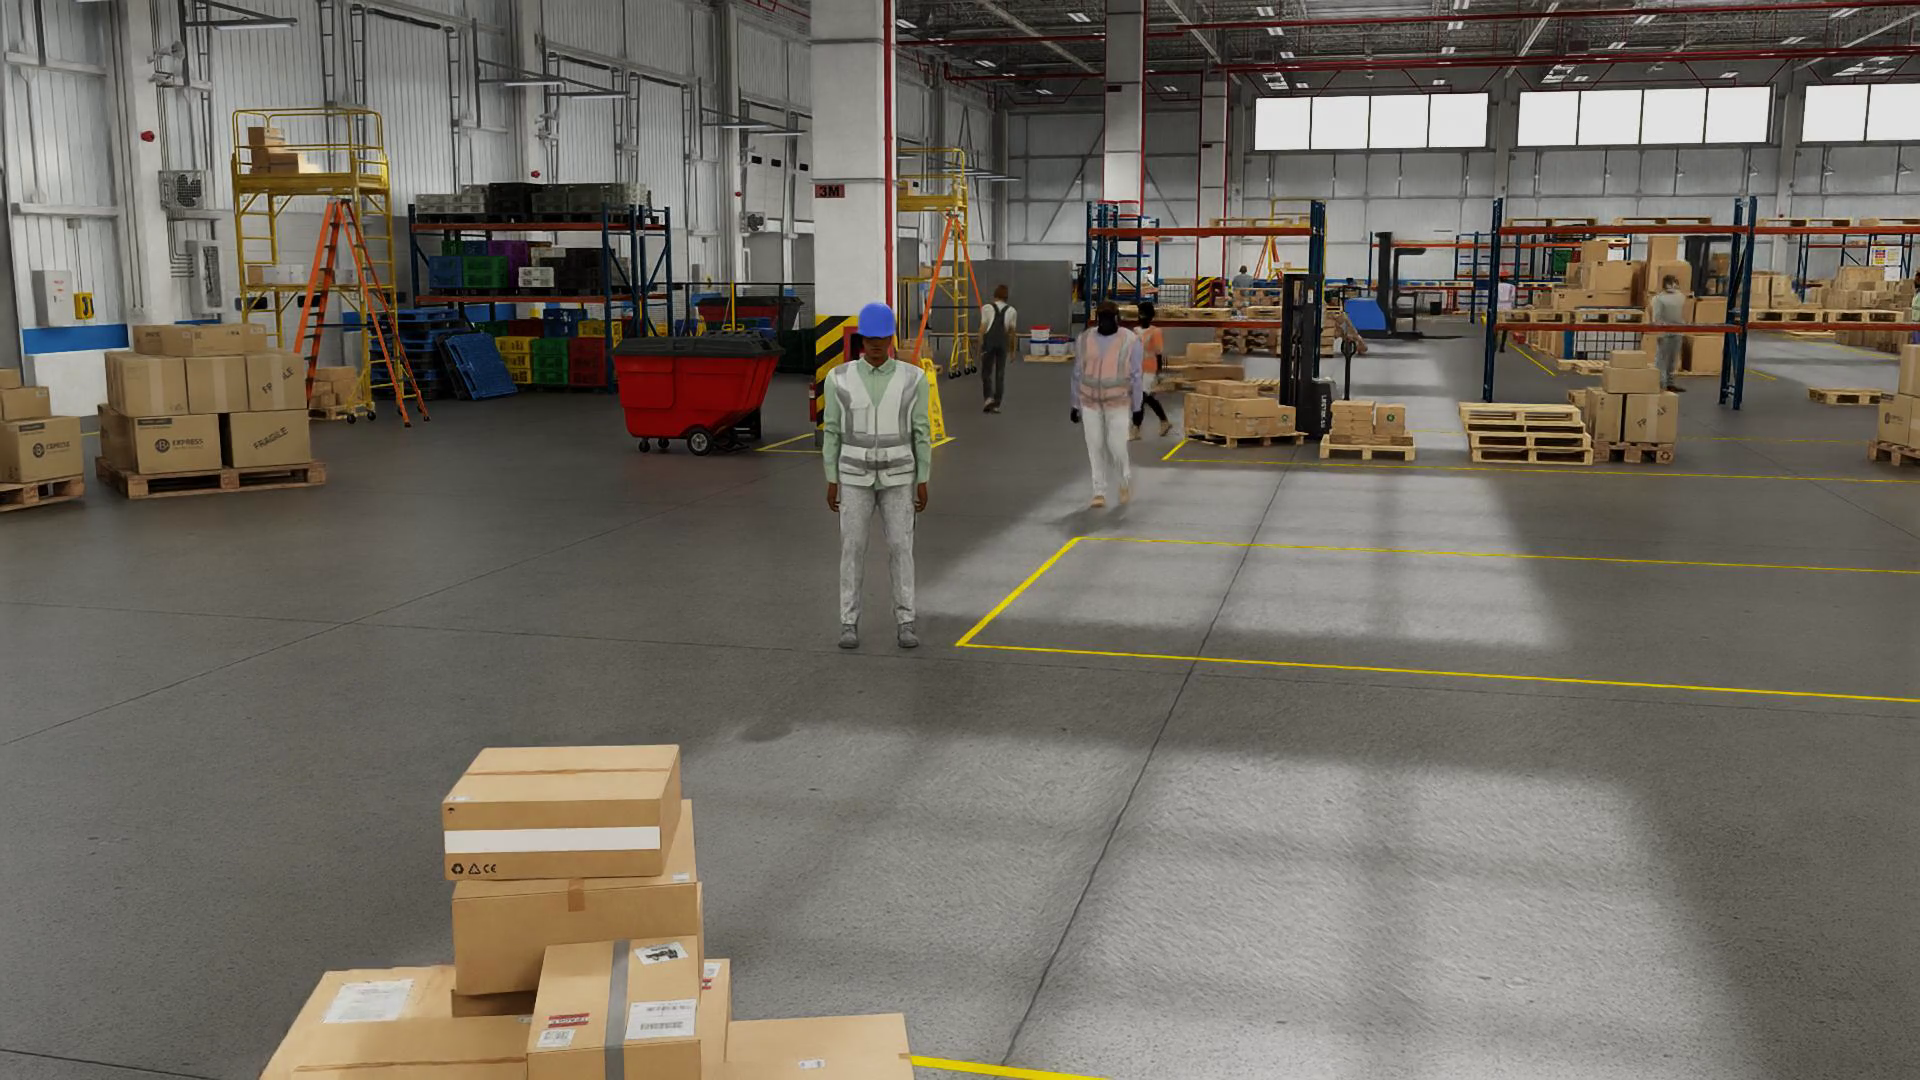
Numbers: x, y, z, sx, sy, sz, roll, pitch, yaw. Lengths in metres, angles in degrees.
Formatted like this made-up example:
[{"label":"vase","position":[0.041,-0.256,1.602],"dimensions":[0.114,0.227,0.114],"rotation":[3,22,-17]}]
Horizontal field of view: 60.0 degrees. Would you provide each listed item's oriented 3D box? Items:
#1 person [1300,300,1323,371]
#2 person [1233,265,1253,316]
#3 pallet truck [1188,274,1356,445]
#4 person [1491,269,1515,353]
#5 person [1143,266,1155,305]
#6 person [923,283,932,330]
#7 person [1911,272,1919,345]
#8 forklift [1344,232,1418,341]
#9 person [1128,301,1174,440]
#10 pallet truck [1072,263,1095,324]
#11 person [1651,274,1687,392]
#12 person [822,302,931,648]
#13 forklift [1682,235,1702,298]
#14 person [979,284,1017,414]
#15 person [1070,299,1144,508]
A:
[{"label":"person","position":[6.781,-4.120,32.028],"dimensions":[0.485,1.736,0.320],"rotation":[-4,10,-20]},{"label":"person","position":[8.740,-7.513,51.409],"dimensions":[0.630,1.940,0.371],"rotation":[0,10,-1]},{"label":"pallet truck","position":[3.653,-2.138,19.590],"dimensions":[1.885,1.965,0.823],"rotation":[-4,10,-20]},{"label":"person","position":[12.490,-5.278,38.356],"dimensions":[0.554,1.903,0.869],"rotation":[2,10,12]},{"label":"person","position":[6.568,-8.579,57.853],"dimensions":[0.576,1.882,0.355],"rotation":[-8,12,-38]},{"label":"person","position":[-0.856,-7.335,50.402],"dimensions":[0.543,1.929,0.387],"rotation":[-8,12,-38]},{"label":"person","position":[18.162,-4.112,31.443],"dimensions":[0.370,1.916,0.597],"rotation":[3,10,16]},{"label":"forklift","position":[11.020,-6.619,43.377],"dimensions":[1.873,2.768,1.129],"rotation":[2,10,14]},{"label":"person","position":[2.286,-2.045,20.021],"dimensions":[0.810,1.667,0.530],"rotation":[-5,11,-29]},{"label":"pallet truck","position":[4.325,-8.180,55.162],"dimensions":[0.823,1.965,1.885],"rotation":[6,11,31]},{"label":"person","position":[11.440,-3.315,26.812],"dimensions":[0.711,1.908,0.371],"rotation":[-3,10,-18]},{"label":"person","position":[-0.461,-0.349,9.243],"dimensions":[0.603,1.938,0.425],"rotation":[0,10,-2]},{"label":"forklift","position":[21.459,-7.560,48.919],"dimensions":[1.873,2.768,1.129],"rotation":[2,10,14]},{"label":"person","position":[0.531,-2.677,23.353],"dimensions":[0.556,1.798,0.518],"rotation":[-1,10,-6]},{"label":"person","position":[1.262,-1.174,14.441],"dimensions":[0.623,1.828,0.447],"rotation":[4,10,21]}]
